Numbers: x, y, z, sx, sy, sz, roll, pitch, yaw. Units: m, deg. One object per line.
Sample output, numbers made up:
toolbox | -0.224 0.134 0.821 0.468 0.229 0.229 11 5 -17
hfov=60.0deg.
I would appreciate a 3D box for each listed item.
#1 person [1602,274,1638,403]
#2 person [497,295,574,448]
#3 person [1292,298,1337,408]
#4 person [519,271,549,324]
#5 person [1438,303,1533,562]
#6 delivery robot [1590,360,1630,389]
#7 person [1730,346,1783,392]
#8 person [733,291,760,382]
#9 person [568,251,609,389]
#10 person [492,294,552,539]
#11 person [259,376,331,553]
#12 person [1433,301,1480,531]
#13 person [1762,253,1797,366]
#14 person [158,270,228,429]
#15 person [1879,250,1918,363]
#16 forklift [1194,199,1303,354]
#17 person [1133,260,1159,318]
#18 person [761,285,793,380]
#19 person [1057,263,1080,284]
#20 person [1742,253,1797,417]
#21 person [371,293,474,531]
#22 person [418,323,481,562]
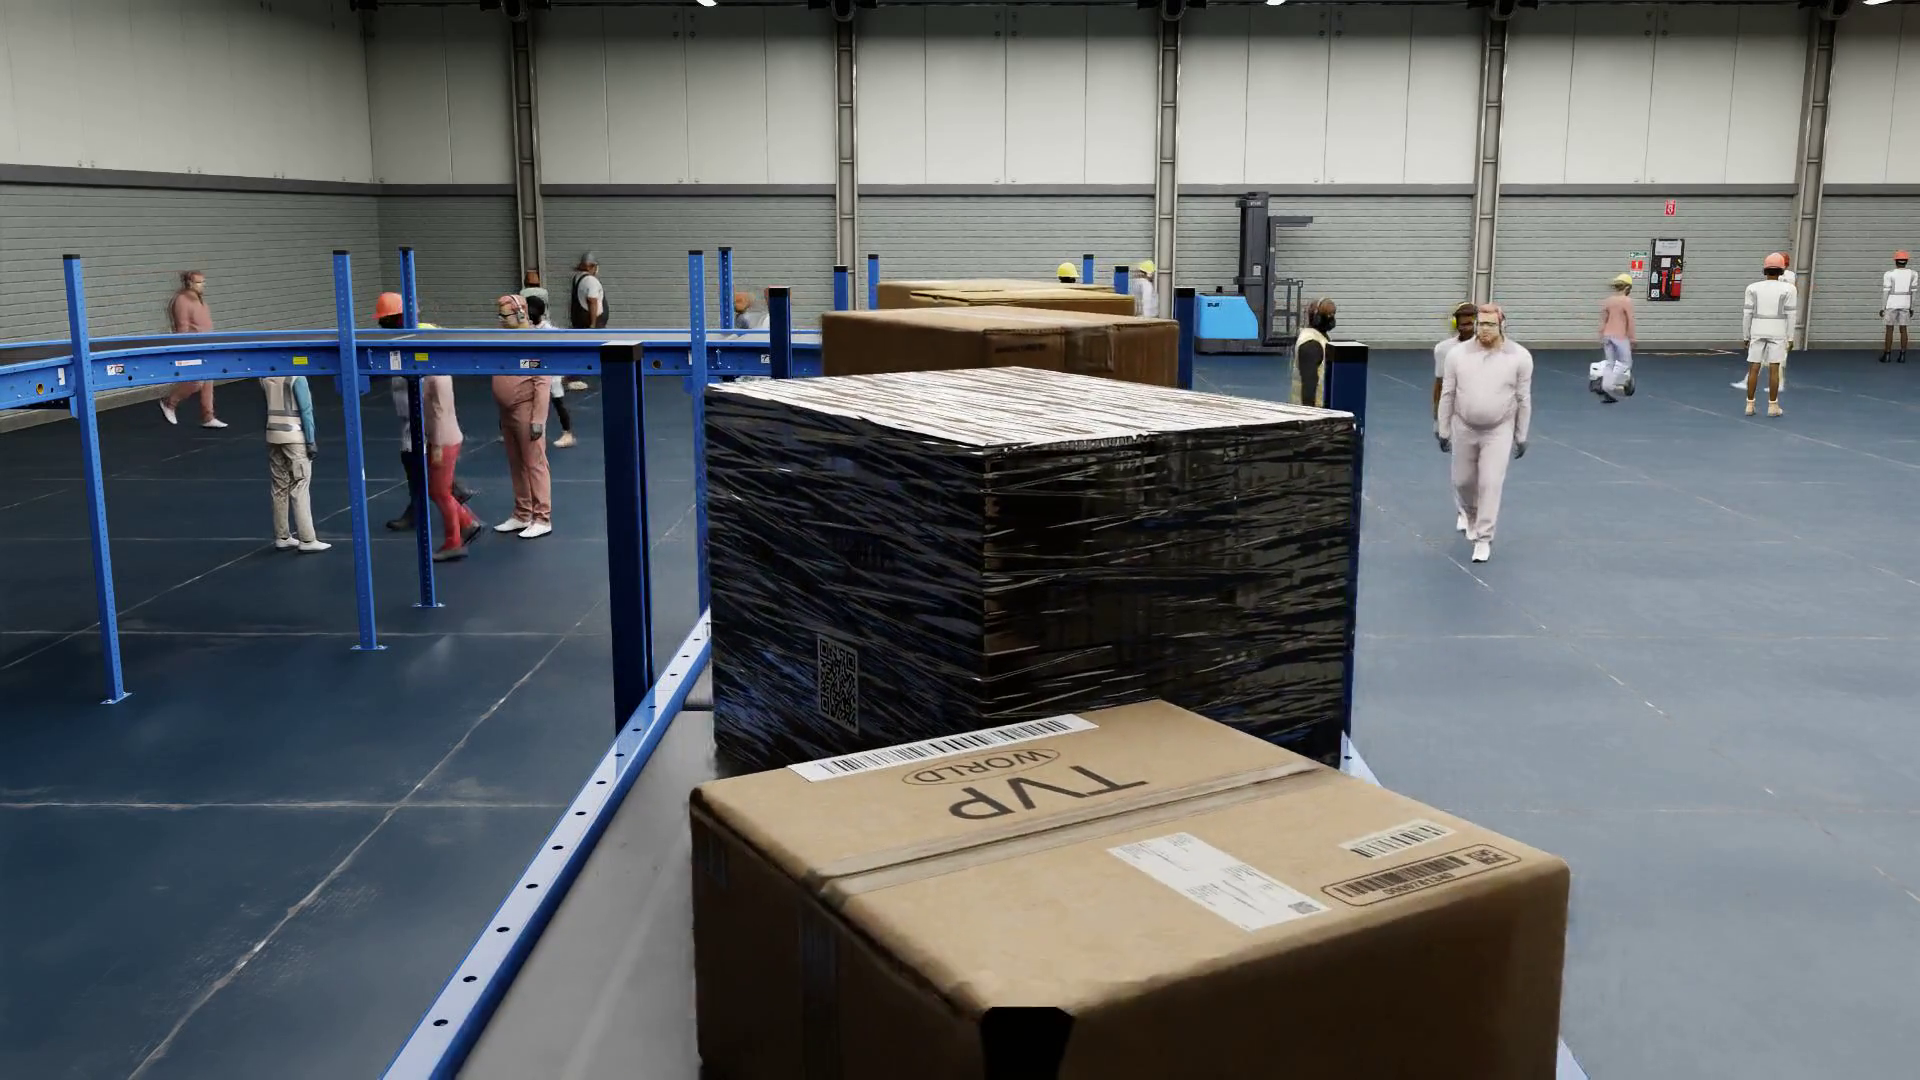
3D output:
person | 8.884 -2.713 22.425 0.413 1.736 0.549 -3 12 -17
person | -4.581 -1.801 17.951 0.861 1.644 0.544 -10 15 -43
person | 3.047 -1.185 14.378 0.547 1.814 0.648 3 12 17
person | -6.825 -3.485 26.681 0.507 1.631 0.266 -10 15 -41
person | 3.907 -0.827 12.403 0.652 1.883 0.814 6 12 26
delivery robot | 9.293 -2.404 23.779 0.477 0.478 0.707 0 11 0
person | 11.543 -2.938 23.972 0.795 1.603 0.504 4 12 18
person | -2.645 -2.307 20.714 0.831 1.595 0.521 -4 12 -20
person | -5.331 -3.208 24.323 1.005 2.000 0.699 -10 15 -41
person | -3.469 -0.975 13.100 0.406 1.903 0.638 -10 15 -41
person | -5.030 -0.727 12.494 0.512 1.642 0.312 7 13 30
person | 4.062 -0.992 13.320 0.548 1.843 0.416 2 11 8
person | 13.836 -3.878 28.053 0.573 1.887 0.355 -8 14 -37
person | -9.144 -2.254 19.728 0.635 1.887 0.643 0 11 0
person | 16.244 -4.055 28.834 0.550 1.933 0.375 2 11 10
forklift | 5.313 -4.851 30.603 1.873 2.768 1.129 0 11 1
person | 2.928 -3.620 26.944 0.696 1.810 0.591 -3 11 -13
person | -1.812 -1.594 16.455 0.999 1.836 0.587 -2 11 -12
person | 1.332 -2.533 21.035 0.370 1.927 0.588 4 12 21
person | 10.232 -2.596 21.048 0.615 2.047 0.360 8 14 37
person | -4.364 -1.044 13.436 0.652 1.911 0.590 -6 13 -29
person | -3.796 -0.706 12.098 0.401 1.743 0.540 -5 12 -23
